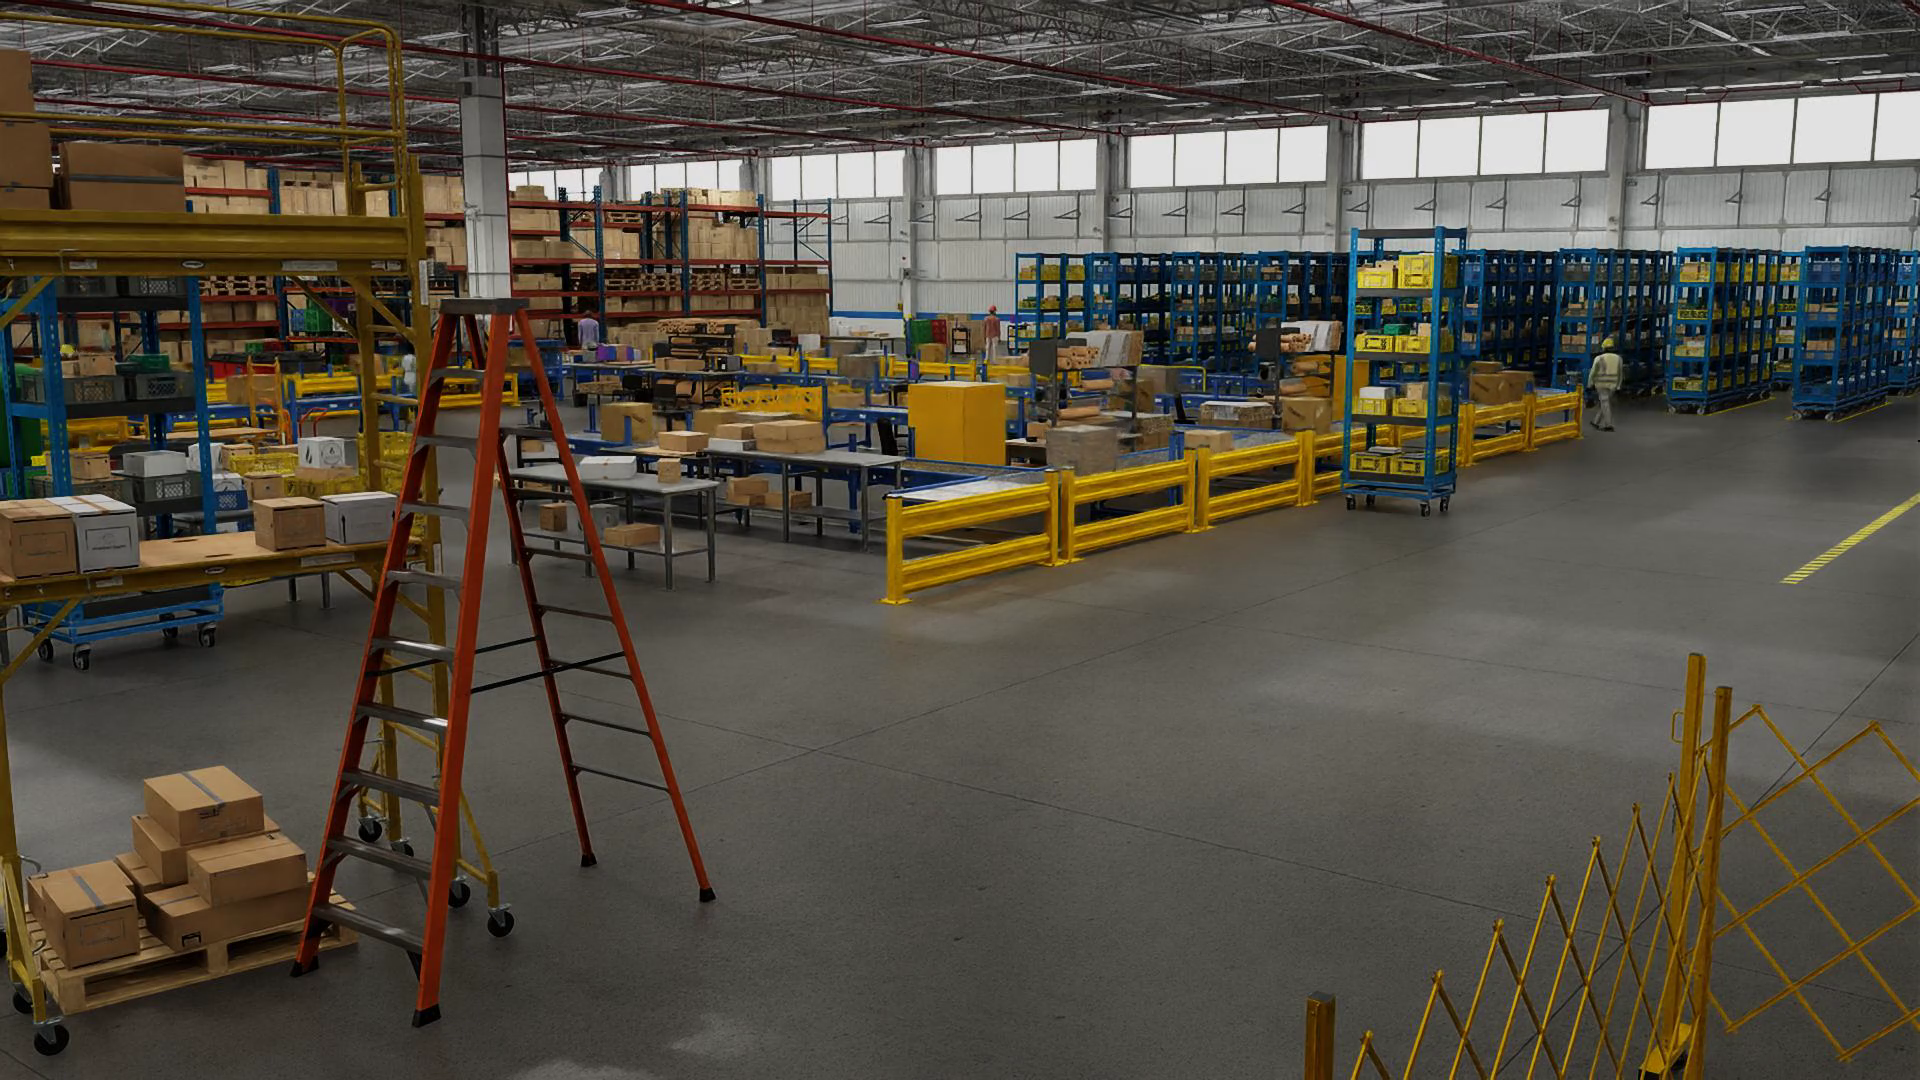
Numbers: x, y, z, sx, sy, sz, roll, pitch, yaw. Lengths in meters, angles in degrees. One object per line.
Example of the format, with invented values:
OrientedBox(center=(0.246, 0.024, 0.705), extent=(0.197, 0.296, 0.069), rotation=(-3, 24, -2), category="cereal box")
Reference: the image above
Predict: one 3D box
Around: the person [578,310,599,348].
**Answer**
OrientedBox(center=(-11.301, -6.032, 50.659), extent=(0.624, 1.931, 0.377), rotation=(-1, 9, -6), category="person")

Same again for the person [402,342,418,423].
OrientedBox(center=(-11.050, -3.222, 33.903), extent=(0.550, 1.664, 0.764), rotation=(7, 11, 37), category="person")

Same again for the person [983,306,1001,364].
OrientedBox(center=(1.054, -6.637, 54.212), extent=(0.614, 1.993, 0.395), rotation=(5, 11, 30), category="person")

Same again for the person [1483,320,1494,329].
OrientedBox(center=(15.775, -5.810, 49.574), extent=(0.576, 1.831, 0.521), rotation=(6, 11, 31), category="person")

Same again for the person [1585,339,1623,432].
OrientedBox(center=(12.396, -2.974, 32.012), extent=(0.603, 1.786, 0.924), rotation=(-2, 9, -14), category="person")

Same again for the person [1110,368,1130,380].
OrientedBox(center=(2.934, -2.683, 30.247), extent=(0.327, 1.765, 0.529), rotation=(-5, 11, -31), category="person")

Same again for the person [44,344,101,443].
OrientedBox(center=(-15.828, -2.591, 29.643), extent=(0.604, 1.787, 0.956), rotation=(8, 12, 41), category="person")

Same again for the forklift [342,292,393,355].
OrientedBox(center=(-16.485, -5.622, 45.120), extent=(1.129, 2.768, 1.873), rotation=(7, 11, 37), category="forklift")

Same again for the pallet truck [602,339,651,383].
OrientedBox(center=(-8.991, -4.871, 45.351), extent=(0.653, 1.274, 1.630), rotation=(7, 11, 37), category="pallet truck")

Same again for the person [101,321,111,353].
OrientedBox(center=(-25.762, -5.796, 50.112), extent=(0.542, 1.613, 0.505), rotation=(-6, 11, -33), category="person")

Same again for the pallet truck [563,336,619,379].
OrientedBox(center=(-10.690, -5.294, 48.215), extent=(1.601, 1.201, 0.680), rotation=(-5, 10, -26), category="pallet truck")
